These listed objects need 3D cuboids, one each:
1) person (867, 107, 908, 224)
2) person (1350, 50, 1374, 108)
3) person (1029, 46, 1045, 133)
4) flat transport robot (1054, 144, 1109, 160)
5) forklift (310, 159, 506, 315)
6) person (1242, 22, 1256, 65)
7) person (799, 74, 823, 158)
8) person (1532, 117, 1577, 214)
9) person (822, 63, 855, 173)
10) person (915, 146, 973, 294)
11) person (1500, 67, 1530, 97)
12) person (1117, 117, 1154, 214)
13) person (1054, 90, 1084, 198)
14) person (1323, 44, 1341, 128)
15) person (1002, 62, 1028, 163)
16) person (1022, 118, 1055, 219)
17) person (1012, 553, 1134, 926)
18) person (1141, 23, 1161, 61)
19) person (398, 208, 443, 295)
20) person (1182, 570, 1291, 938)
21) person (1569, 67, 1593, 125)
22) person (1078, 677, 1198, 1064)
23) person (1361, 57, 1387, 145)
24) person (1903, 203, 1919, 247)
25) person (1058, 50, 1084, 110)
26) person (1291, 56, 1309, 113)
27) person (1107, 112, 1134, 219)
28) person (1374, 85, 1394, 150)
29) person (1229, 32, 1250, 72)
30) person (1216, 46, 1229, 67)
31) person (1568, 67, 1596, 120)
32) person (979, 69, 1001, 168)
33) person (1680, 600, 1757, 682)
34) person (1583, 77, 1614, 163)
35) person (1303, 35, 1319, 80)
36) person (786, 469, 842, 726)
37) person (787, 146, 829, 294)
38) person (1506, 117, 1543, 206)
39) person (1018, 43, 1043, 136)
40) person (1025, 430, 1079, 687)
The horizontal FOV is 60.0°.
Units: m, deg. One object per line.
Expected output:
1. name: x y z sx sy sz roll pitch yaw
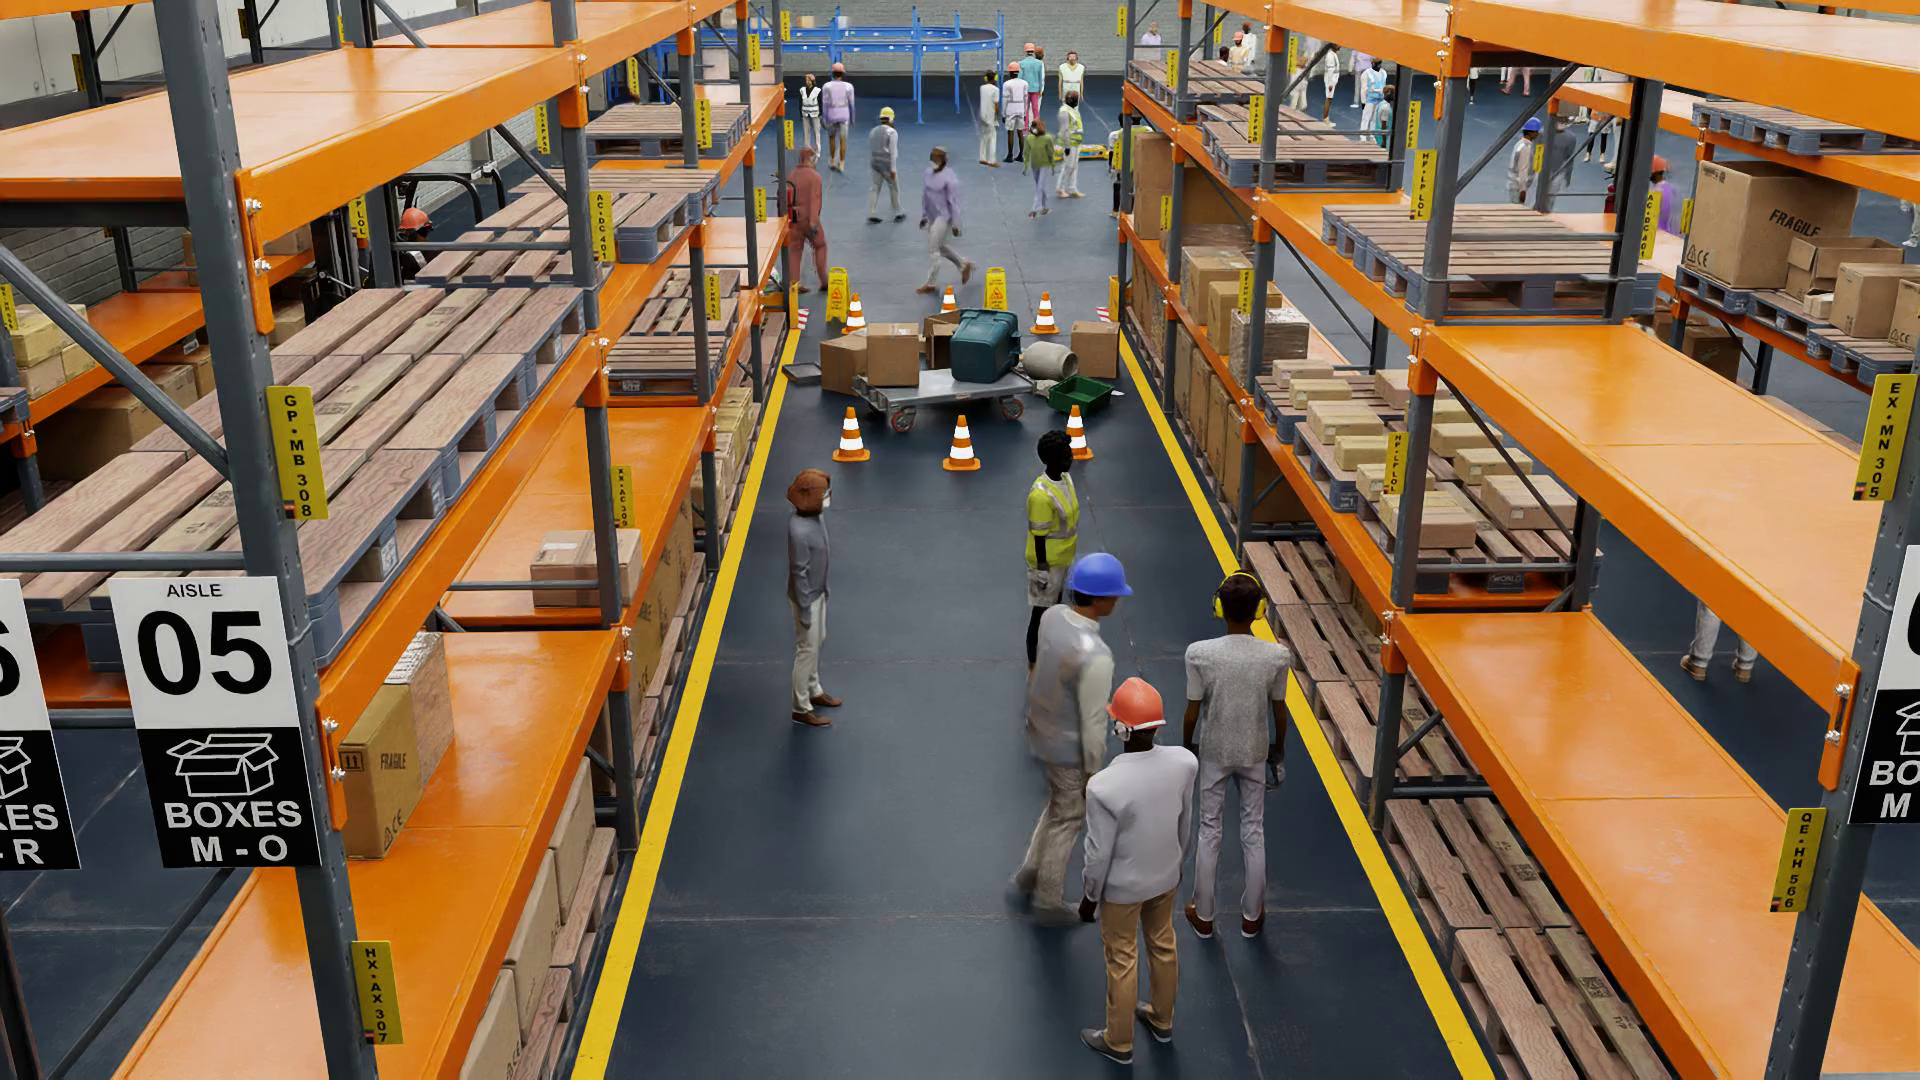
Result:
1. person: -1.171 -5.935 26.388 0.599 1.783 0.856 16 26 36
2. person: 10.163 -11.892 41.971 0.610 1.912 0.426 -1 21 -2
3. person: 1.720 -10.024 37.070 0.361 1.883 0.574 10 23 24
4. flat transport robot: 2.333 -7.812 33.463 1.431 0.197 0.652 -5 21 -13
5. forklift: -5.622 -2.910 17.832 2.313 2.155 1.214 -1 21 -1
6. person: 7.838 -13.234 45.575 0.579 1.867 0.511 16 26 36
7. person: -2.993 -8.526 33.444 0.514 1.642 0.314 8 22 19
8. person: 8.922 -5.511 25.093 0.649 1.915 0.446 0 21 1
9. person: -2.322 -8.058 31.696 0.638 2.001 0.943 -4 21 -10
10. person: -0.191 -4.167 21.583 0.864 1.896 0.625 -12 24 -30
11. person: 15.004 -12.825 44.510 0.652 1.854 0.978 -7 22 -17
12. person: 2.709 -5.765 25.749 0.585 1.928 0.365 -2 21 -5
13. person: 1.885 -6.809 28.648 0.522 1.834 0.637 7 22 18
14. person: 8.526 -10.488 38.071 0.374 2.042 0.615 5 21 14
15. person: 1.063 -8.423 32.770 0.543 1.931 0.387 -10 23 -25
16. person: 1.270 -6.008 26.867 0.510 1.575 0.873 12 24 29
17. person: 0.555 0.963 7.996 0.512 1.915 0.628 -7 22 -18
18. person: 5.143 -12.868 44.553 0.642 1.909 0.410 -15 25 -34
19. person: -5.187 -2.211 16.221 0.429 2.034 0.602 7 22 18
20. person: 1.284 1.028 7.883 0.519 1.865 0.328 1 21 3
21. person: 14.482 -10.490 38.663 0.507 1.623 0.293 -17 27 -38
22. person: 0.728 1.398 7.055 0.564 1.752 0.339 -13 24 -31
23. person: 8.732 -9.259 35.103 0.633 1.843 0.429 -10 23 -25
24. person: 14.306 -5.197 24.519 0.485 1.736 0.321 -1 21 -3
25. person: 2.439 -9.812 36.558 0.567 1.847 0.389 -3 21 -8
26. person: 7.707 -10.172 37.829 0.555 1.617 0.378 -12 24 -29
27. person: 2.627 -6.023 26.749 0.540 1.696 0.317 -4 21 -10
28. person: 7.502 -7.116 29.451 0.346 1.838 0.500 3 21 9
29. person: 6.846 -11.534 41.007 0.539 1.929 0.385 17 26 37
30. person: 5.737 -9.928 36.788 0.409 1.908 0.597 -6 22 -15
31. person: 14.800 -10.939 39.439 0.596 1.917 0.372 8 22 20
32. person: 0.571 -8.153 32.189 0.584 1.845 0.414 19 28 41
33. person: 4.945 0.020 10.579 0.634 1.841 0.429 3 21 9
34. person: 12.608 -8.282 32.722 0.540 1.695 0.317 10 23 25
35. person: 10.266 -14.369 48.746 0.388 1.735 0.595 -15 25 -34
36. person: -0.899 0.341 10.036 0.278 1.622 0.510 3 21 8
37. person: -1.920 -4.140 21.535 0.669 1.863 0.852 19 28 41
38. person: 8.099 -5.104 23.995 0.421 1.939 0.603 4 21 11
39. person: 1.521 -9.910 36.612 0.619 1.992 0.396 -8 22 -20
40. person: 0.585 0.118 10.521 0.316 1.695 0.542 8 22 19
